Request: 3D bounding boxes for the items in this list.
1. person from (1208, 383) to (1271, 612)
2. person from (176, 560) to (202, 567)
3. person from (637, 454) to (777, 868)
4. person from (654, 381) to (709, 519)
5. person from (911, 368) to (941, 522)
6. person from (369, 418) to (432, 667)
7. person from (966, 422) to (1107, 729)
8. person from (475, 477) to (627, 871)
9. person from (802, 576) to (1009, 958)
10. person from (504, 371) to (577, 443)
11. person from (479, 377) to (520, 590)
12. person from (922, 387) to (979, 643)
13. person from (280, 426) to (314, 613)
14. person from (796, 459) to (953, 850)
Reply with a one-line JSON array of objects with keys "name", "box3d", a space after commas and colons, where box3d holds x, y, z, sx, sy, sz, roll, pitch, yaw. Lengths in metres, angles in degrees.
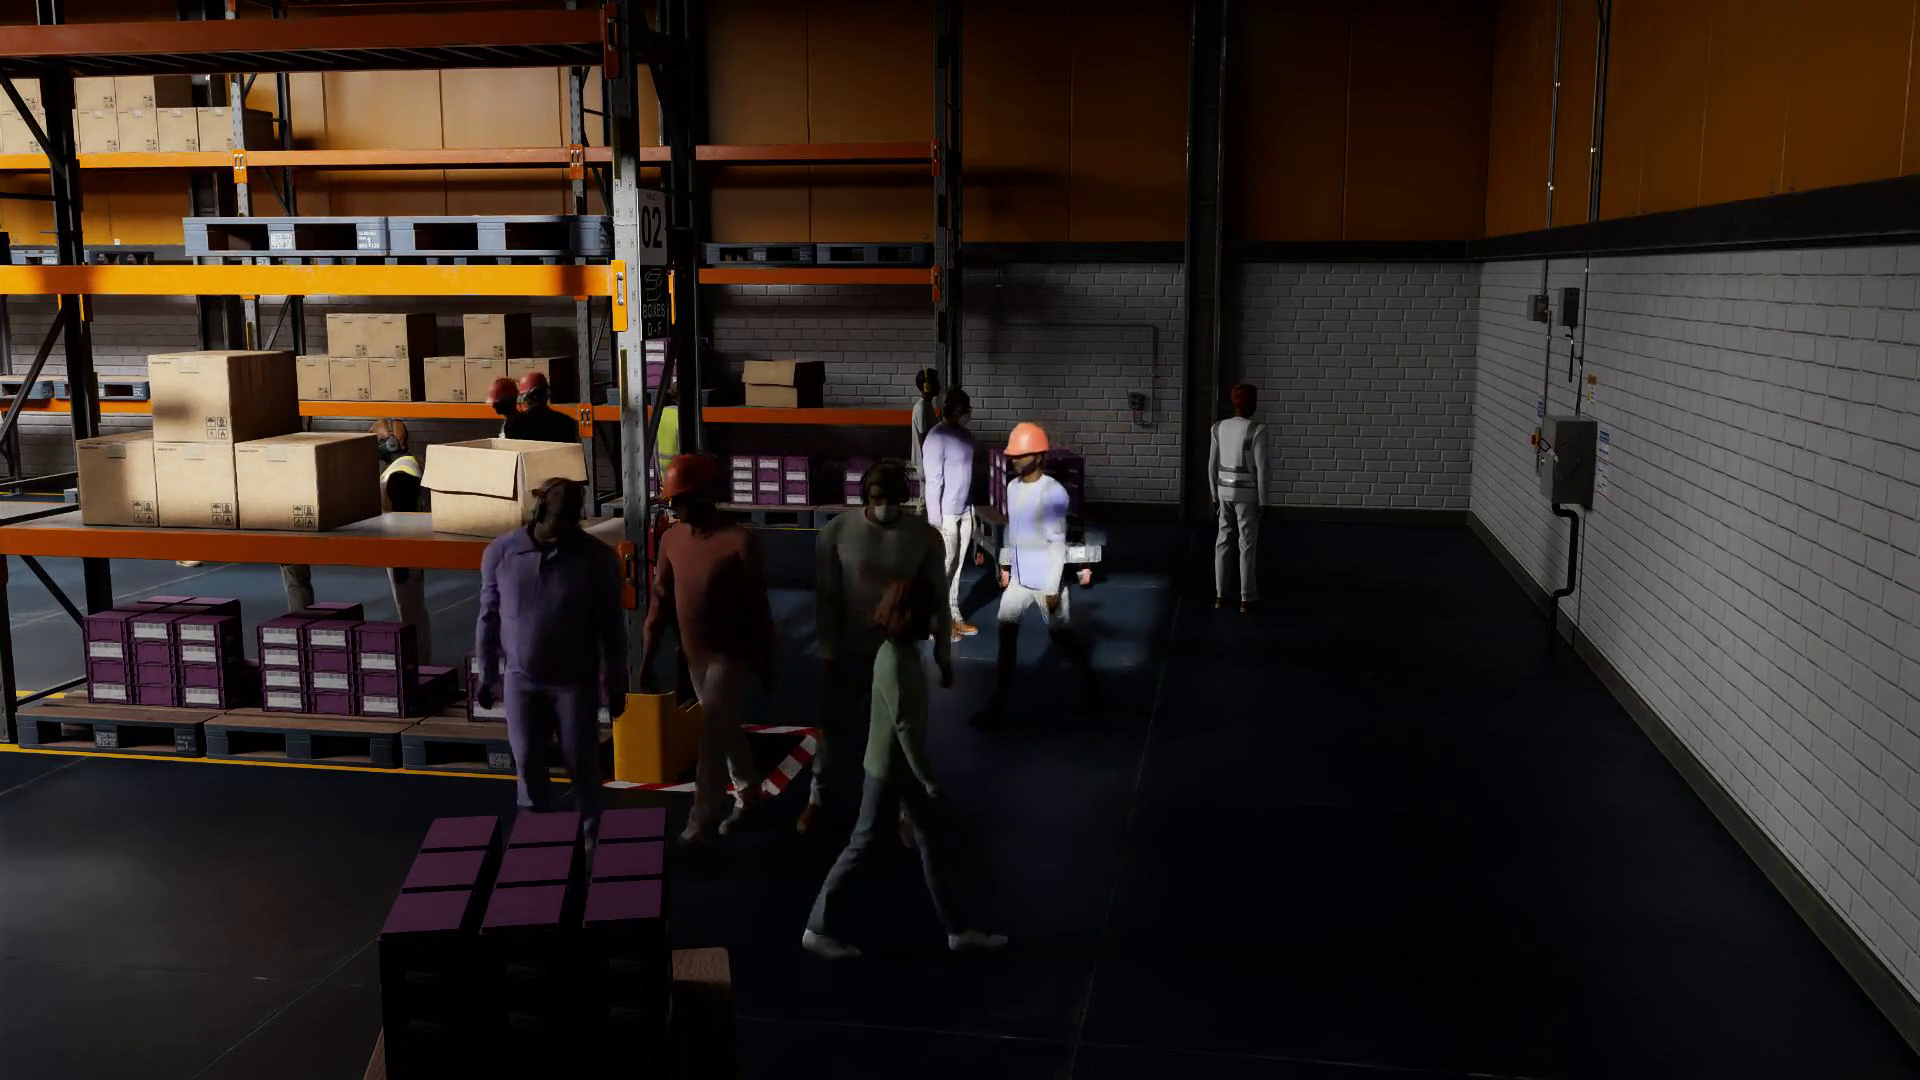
[{"name": "person", "box3d": [2.312, -0.347, 13.728, 0.362, 1.882, 0.576, -8, 12, -42]}, {"name": "person", "box3d": [-7.329, -0.674, 15.883, 0.430, 1.845, 0.619, 2, 9, 14]}, {"name": "person", "box3d": [-1.227, 0.555, 7.984, 0.630, 1.931, 0.992, 7, 11, 36]}, {"name": "person", "box3d": [-2.471, -0.526, 14.965, 0.633, 1.841, 0.429, 8, 12, 40]}, {"name": "person", "box3d": [-0.306, -0.720, 16.082, 0.325, 1.871, 0.521, 0, 9, -1]}, {"name": "person", "box3d": [-3.741, 0.099, 11.129, 0.430, 1.835, 0.621, -4, 10, -22]}, {"name": "person", "box3d": [0.518, 0.204, 10.310, 0.995, 1.894, 0.563, -7, 11, -36]}, {"name": "person", "box3d": [-1.897, 0.627, 7.764, 0.703, 1.872, 0.494, 0, 9, 0]}, {"name": "person", "box3d": [-0.258, 0.930, 6.712, 0.843, 1.595, 0.504, 1, 9, 8]}, {"name": "person", "box3d": [-3.483, -0.429, 13.955, 0.659, 1.966, 0.629, -4, 10, -22]}, {"name": "person", "box3d": [-3.792, -0.496, 14.636, 0.858, 1.896, 0.550, -5, 10, -26]}, {"name": "person", "box3d": [-0.074, -0.194, 12.634, 0.357, 1.933, 0.626, 4, 10, 25]}, {"name": "person", "box3d": [-4.794, -0.026, 11.887, 0.404, 1.833, 0.592, -3, 10, -18]}, {"name": "person", "box3d": [-0.438, 0.541, 8.130, 0.810, 1.915, 0.547, -1, 9, -4]}]
